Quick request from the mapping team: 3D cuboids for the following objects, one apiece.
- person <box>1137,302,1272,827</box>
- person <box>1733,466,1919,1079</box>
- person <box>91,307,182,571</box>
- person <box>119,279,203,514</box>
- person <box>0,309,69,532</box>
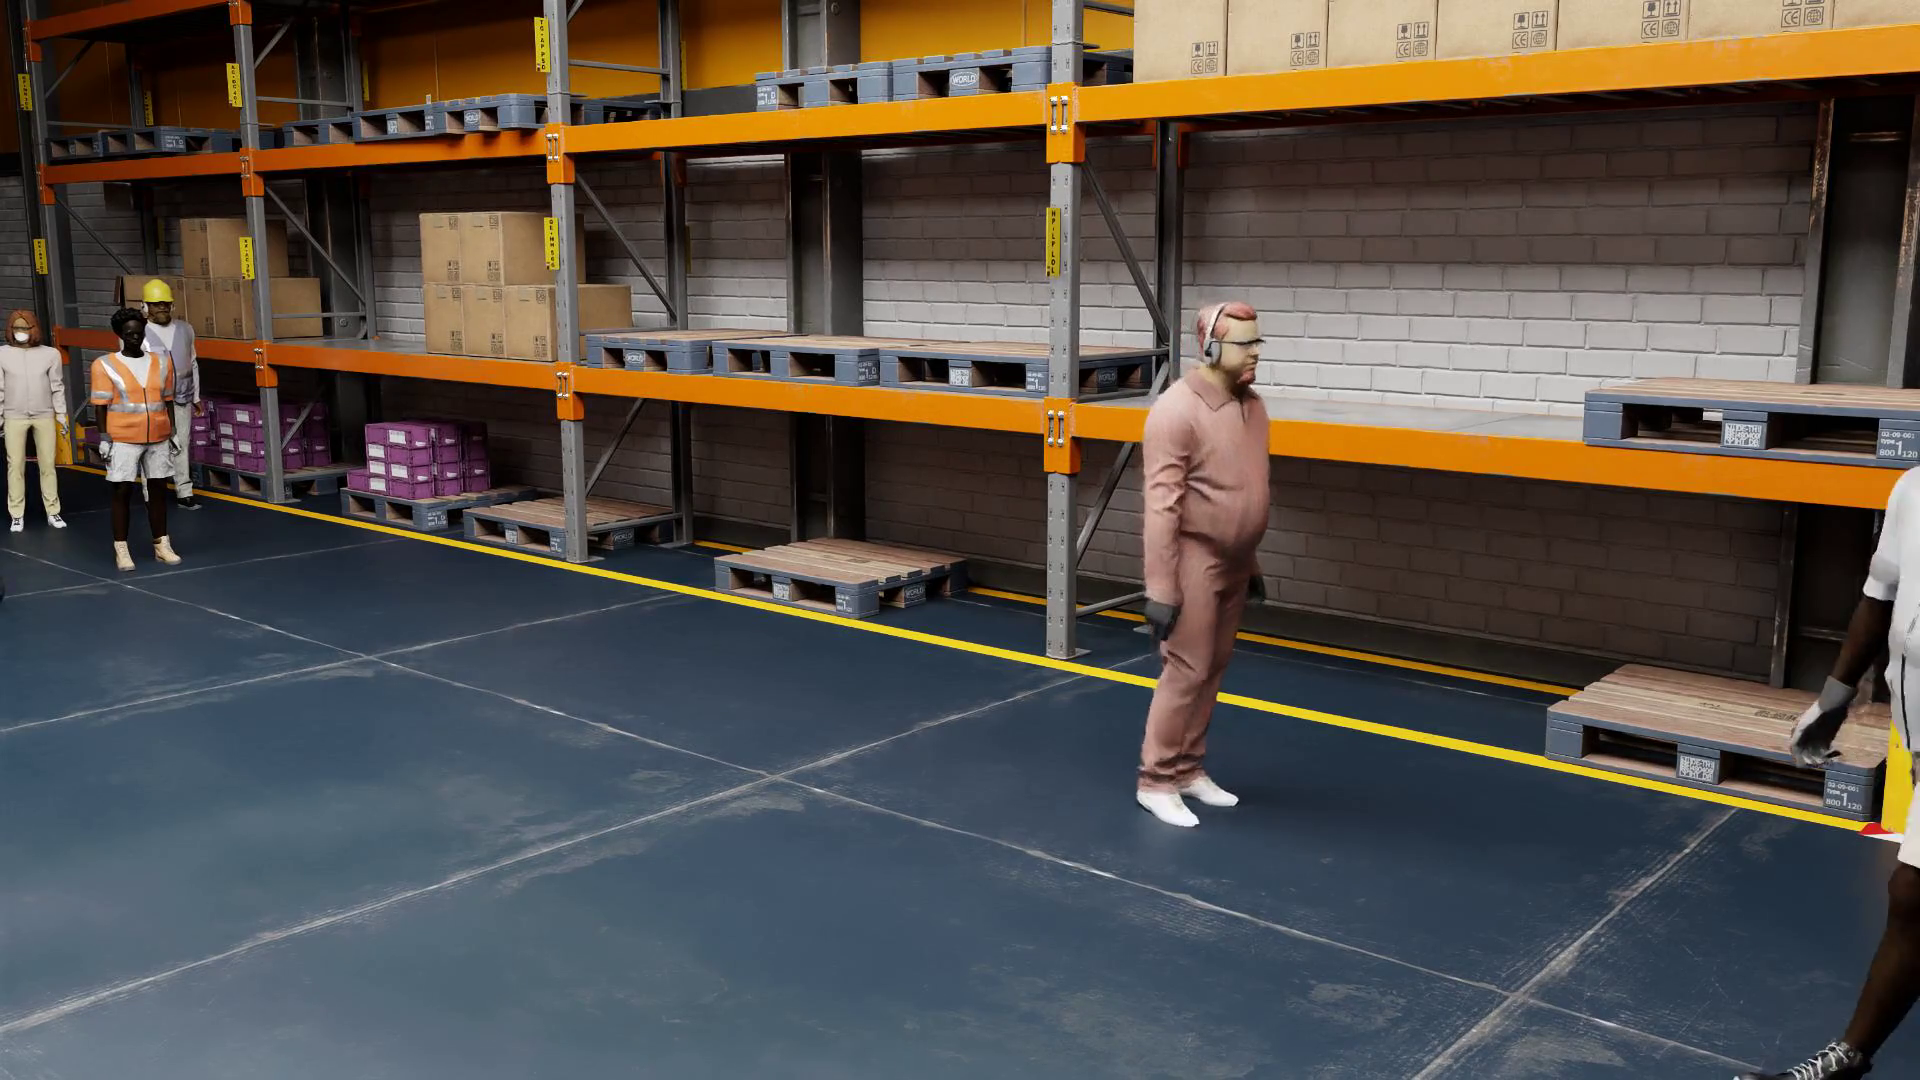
[{"bbox_3d":[0.895,0.095,6.036,0.449,1.890,0.663,8,13,38],"label":"person"},{"bbox_3d":[2.368,0.445,3.939,1.024,1.914,0.622,-1,10,-5],"label":"person"},{"bbox_3d":[-5.323,-0.654,10.781,0.317,1.695,0.540,8,13,40],"label":"person"},{"bbox_3d":[-6.244,-1.122,13.060,0.404,1.829,0.600,8,13,40],"label":"person"},{"bbox_3d":[-6.853,-0.881,12.257,0.497,1.633,0.278,-7,12,-36],"label":"person"}]
